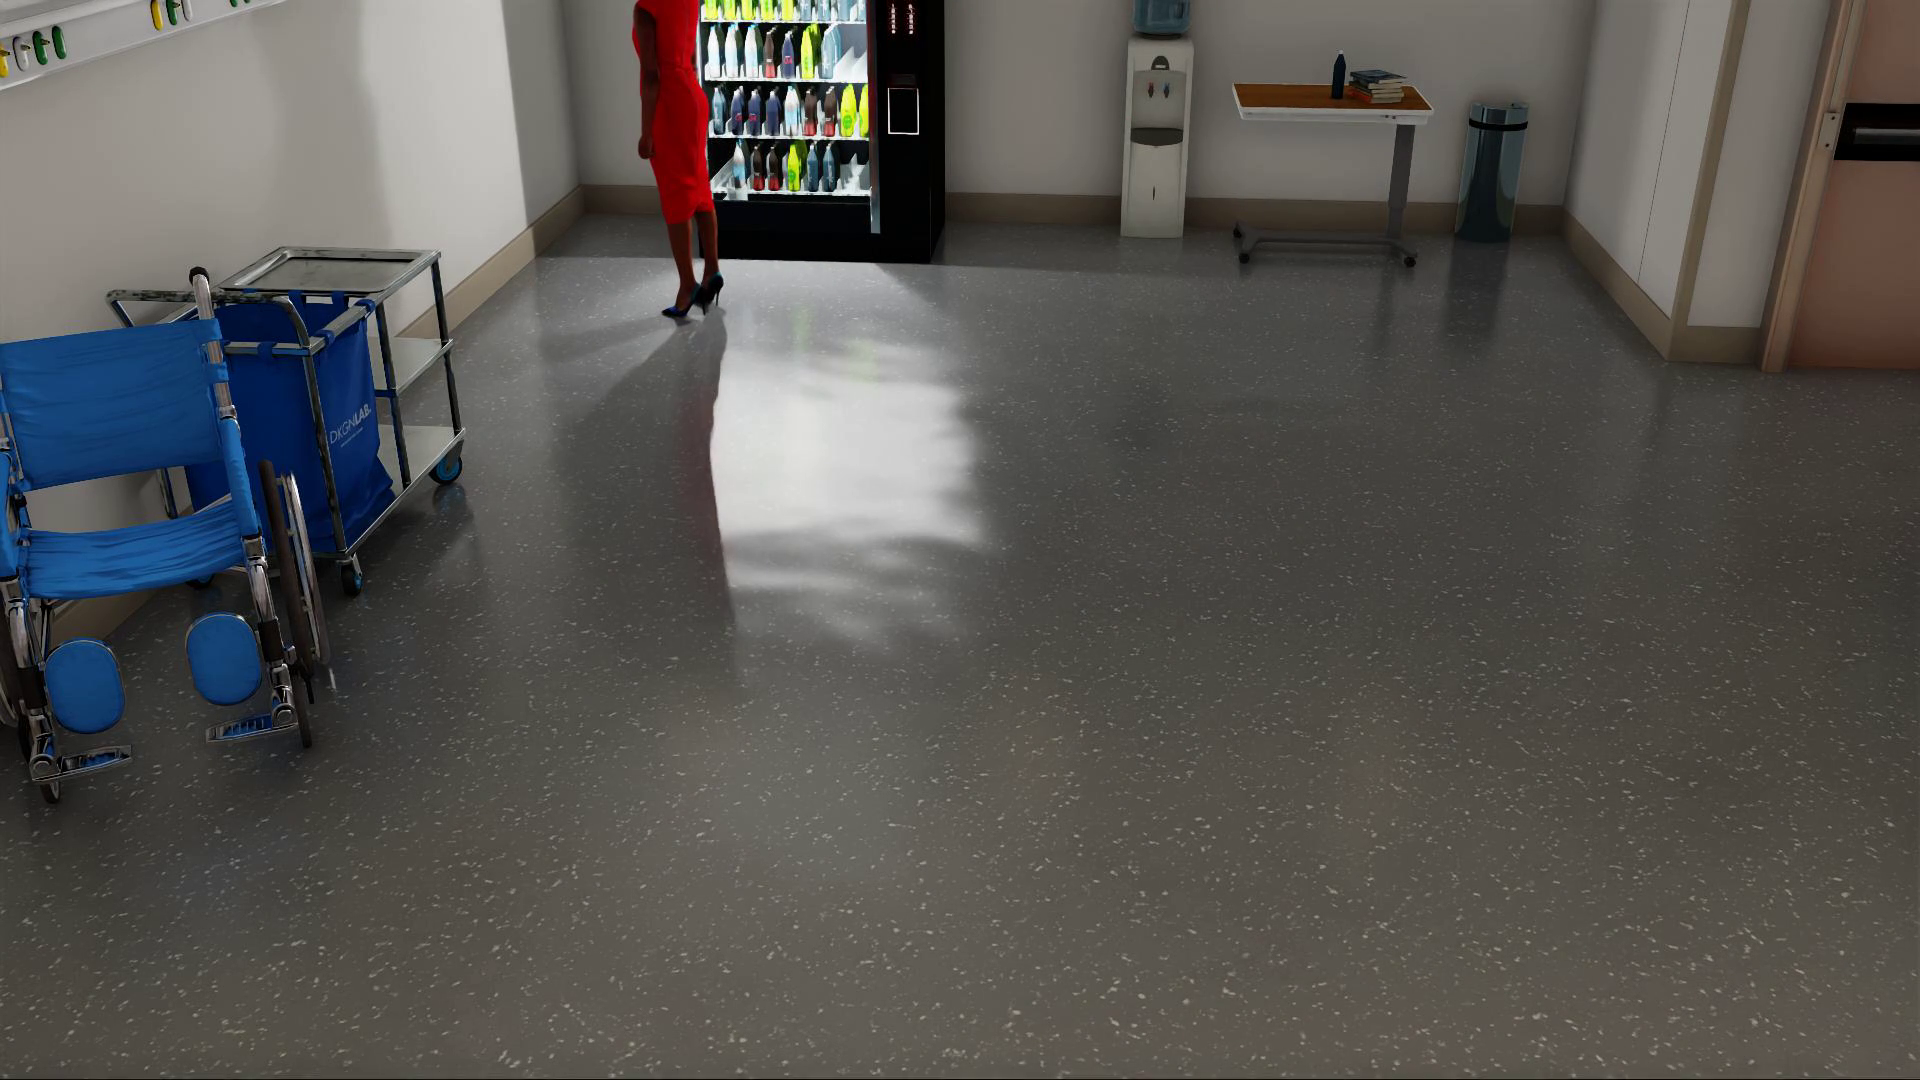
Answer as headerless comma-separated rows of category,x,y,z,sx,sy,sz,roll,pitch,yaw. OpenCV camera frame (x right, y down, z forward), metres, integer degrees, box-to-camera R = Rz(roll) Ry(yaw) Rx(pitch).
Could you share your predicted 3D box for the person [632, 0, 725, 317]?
person,-1.289,-1.891,7.574,0.625,1.743,0.643,12,28,24
